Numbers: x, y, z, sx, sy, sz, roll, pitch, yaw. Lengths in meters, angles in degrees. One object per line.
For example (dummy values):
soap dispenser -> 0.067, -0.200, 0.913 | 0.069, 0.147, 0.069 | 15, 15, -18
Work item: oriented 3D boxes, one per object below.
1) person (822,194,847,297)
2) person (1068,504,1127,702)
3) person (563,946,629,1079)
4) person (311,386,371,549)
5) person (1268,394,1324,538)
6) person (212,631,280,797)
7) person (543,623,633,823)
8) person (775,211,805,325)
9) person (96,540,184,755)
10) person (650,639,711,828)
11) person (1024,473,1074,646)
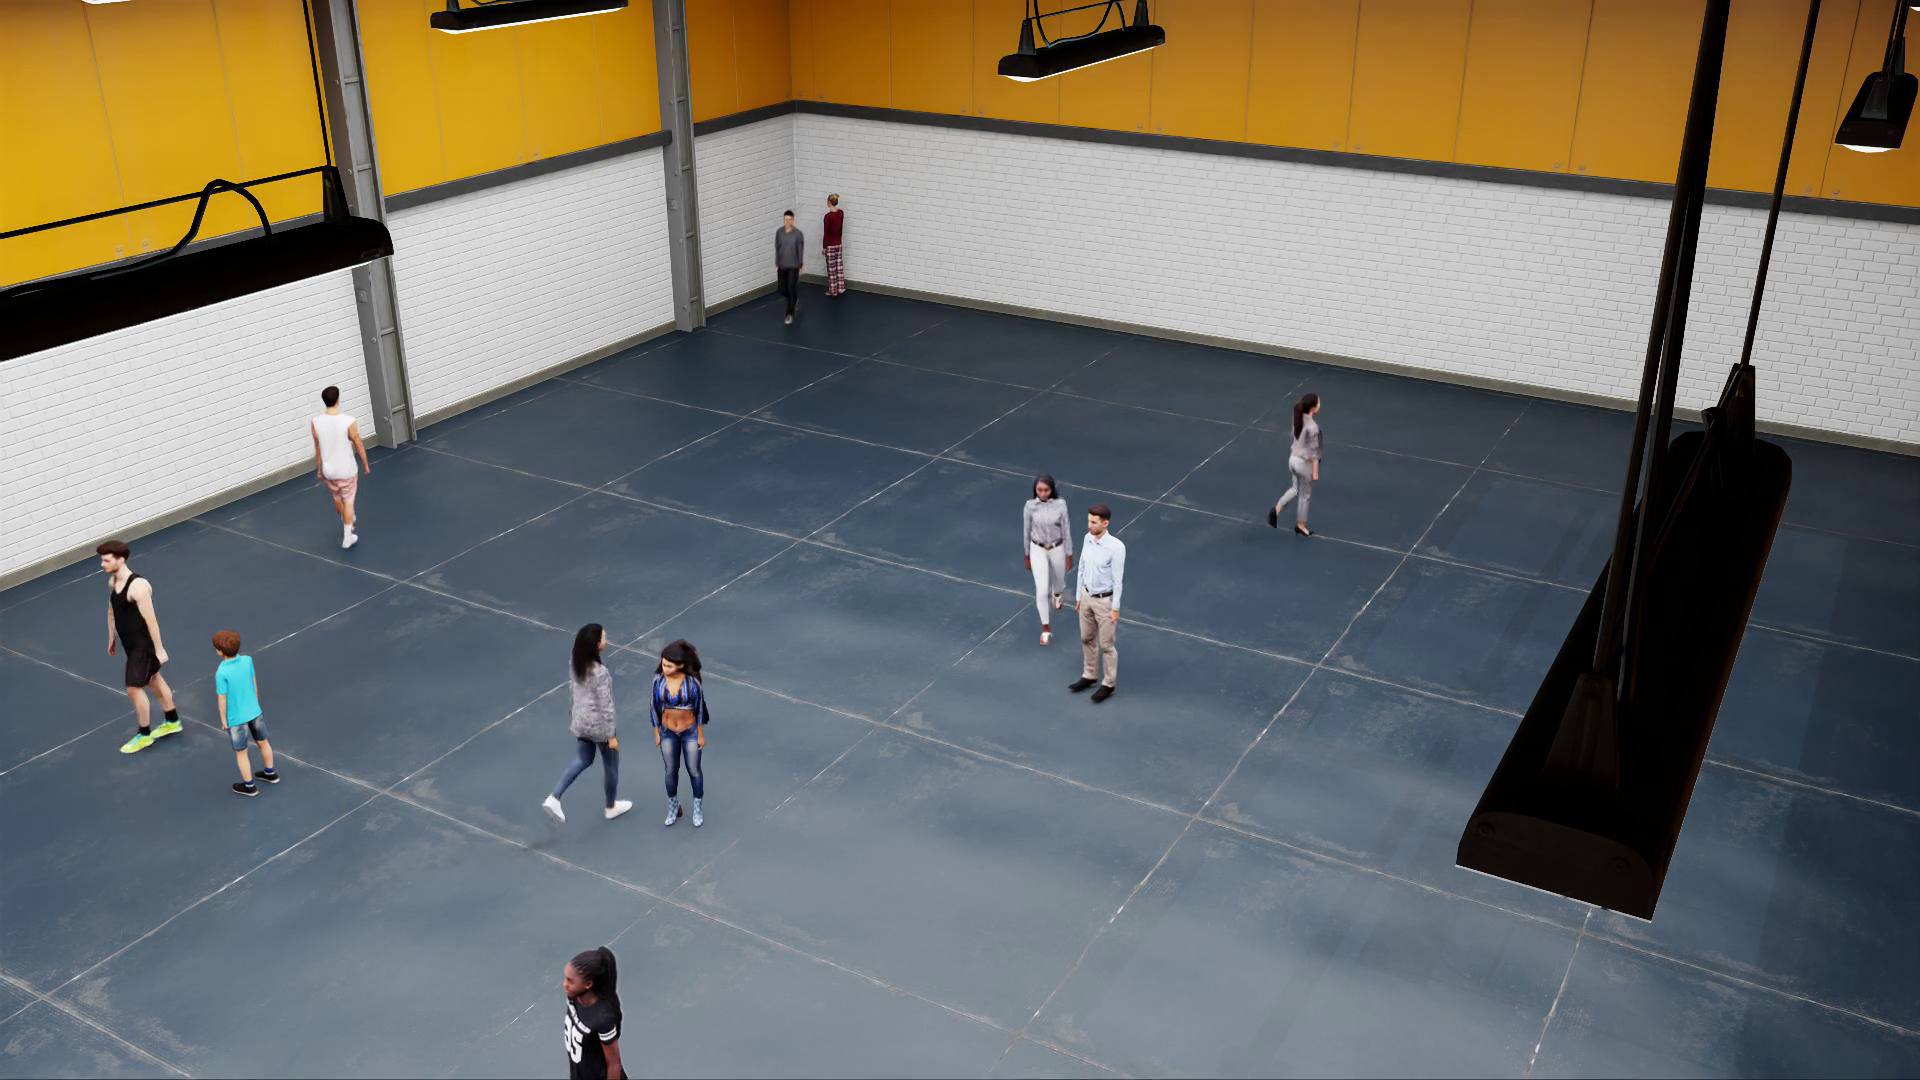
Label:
person -> -2.099, -4.911, 27.596 | 0.691, 1.698, 0.461 | 16, 28, 32
person -> 1.259, 0.536, 14.951 | 0.695, 1.845, 0.710 | -21, 31, -40
person -> -2.047, 3.046, 9.357 | 0.669, 1.729, 0.688 | -19, 30, -37
person -> -6.736, -0.755, 18.015 | 0.959, 1.757, 1.084 | -1, 24, -3
person -> 3.680, -0.788, 18.205 | 0.928, 1.665, 0.856 | -8, 25, -18
person -> -5.824, 1.383, 13.509 | 0.579, 1.449, 0.426 | 12, 26, 25
person -> -2.926, 1.481, 12.960 | 0.752, 1.708, 1.014 | 19, 30, 37
person -> -2.671, -4.320, 26.179 | 0.773, 1.750, 0.954 | 6, 24, 13
person -> -6.927, 0.845, 14.207 | 0.787, 1.876, 0.859 | 18, 29, 35
person -> -2.184, 1.512, 13.004 | 0.687, 1.618, 0.686 | 2, 24, 4
person -> 0.861, 0.128, 16.066 | 0.875, 1.700, 1.095 | 2, 24, 4
